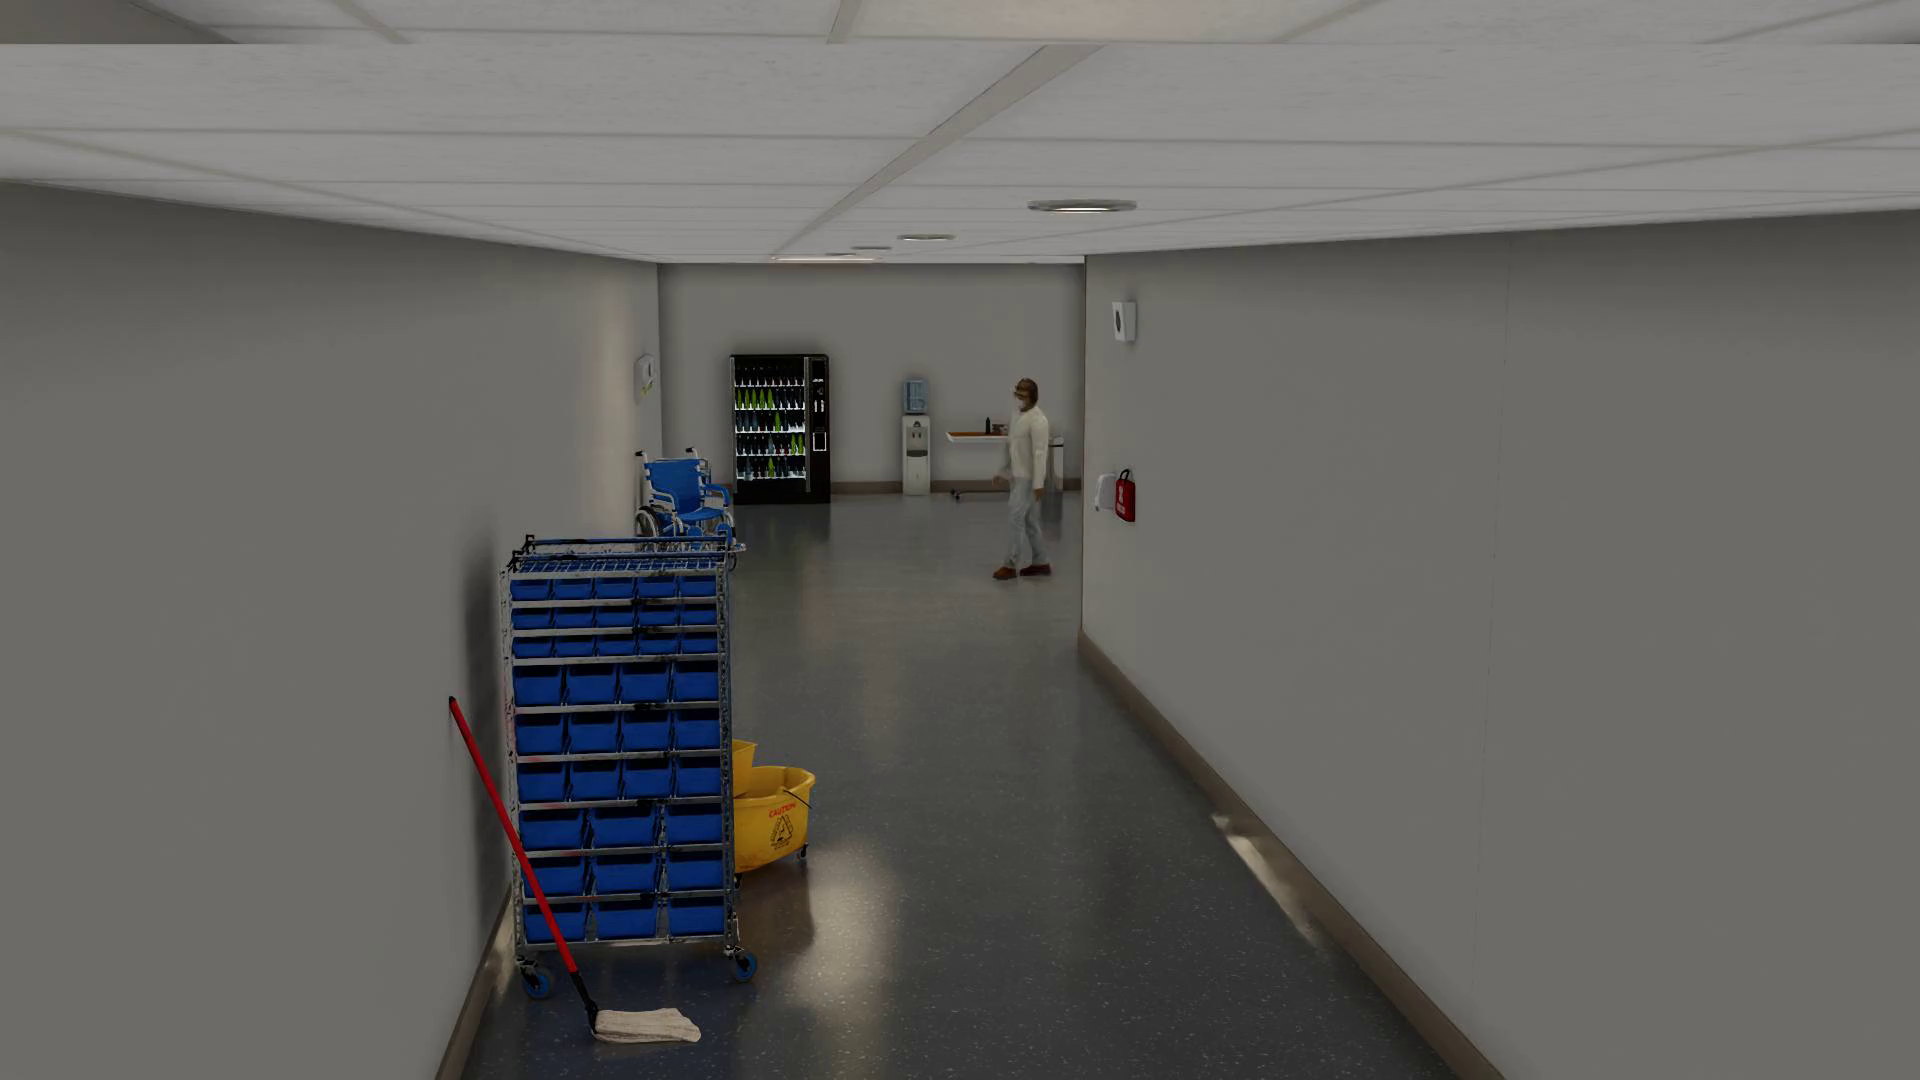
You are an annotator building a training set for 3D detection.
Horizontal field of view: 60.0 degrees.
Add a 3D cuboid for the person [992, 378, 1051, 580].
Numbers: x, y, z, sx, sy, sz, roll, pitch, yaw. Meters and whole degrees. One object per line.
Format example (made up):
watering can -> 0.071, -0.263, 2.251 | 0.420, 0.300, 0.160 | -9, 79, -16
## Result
person -> 0.590, -0.580, 15.733 | 0.624, 1.911, 0.741 | -3, 10, -17
